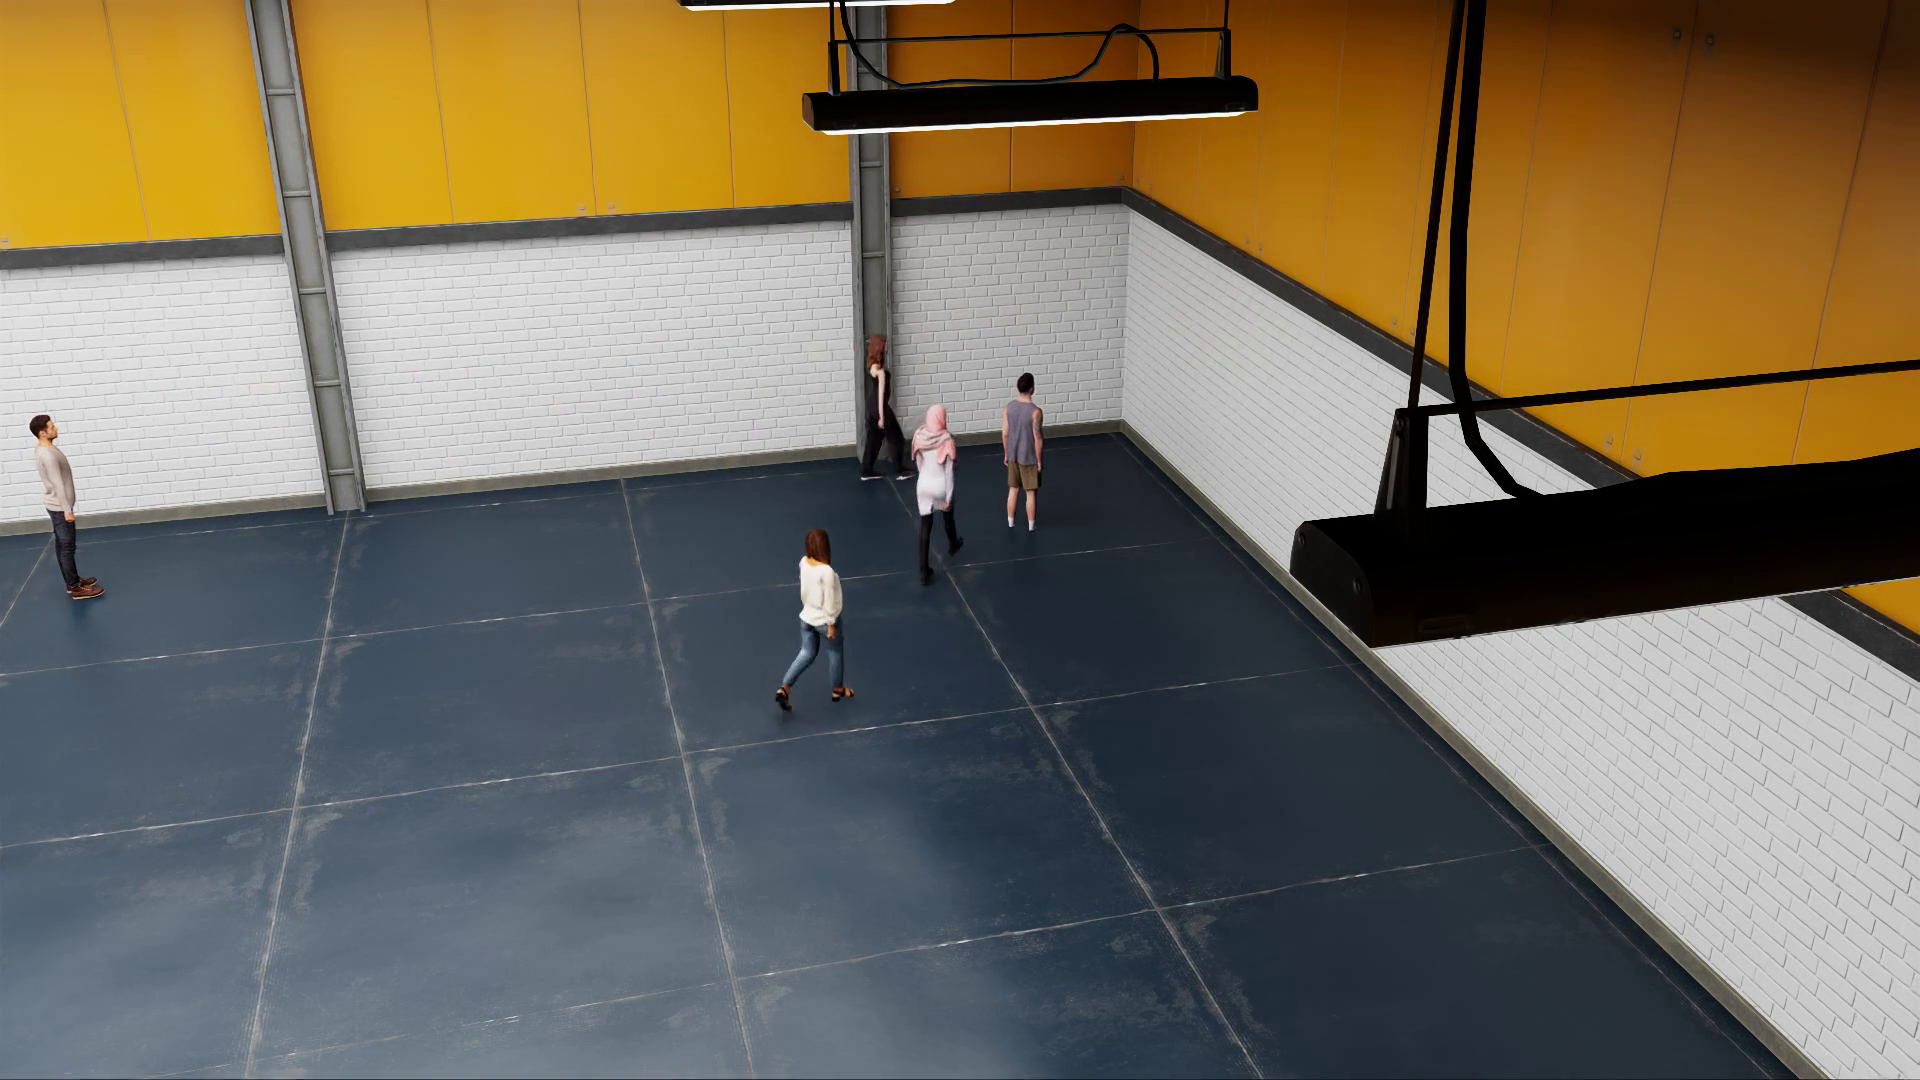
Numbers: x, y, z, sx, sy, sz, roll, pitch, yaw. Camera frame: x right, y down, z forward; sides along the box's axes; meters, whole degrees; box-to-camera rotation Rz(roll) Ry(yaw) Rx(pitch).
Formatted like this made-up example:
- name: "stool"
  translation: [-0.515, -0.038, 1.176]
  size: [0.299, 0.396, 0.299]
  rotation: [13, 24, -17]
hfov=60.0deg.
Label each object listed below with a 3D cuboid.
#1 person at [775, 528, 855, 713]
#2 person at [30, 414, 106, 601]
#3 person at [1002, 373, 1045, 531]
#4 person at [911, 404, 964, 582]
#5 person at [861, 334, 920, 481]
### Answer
- name: "person"
  translation: [-1.251, 0.701, 13.998]
  size: [1.109, 1.657, 0.896]
  rotation: [-19, 30, -37]
- name: "person"
  translation: [-8.716, -0.333, 16.103]
  size: [0.698, 1.867, 0.735]
  rotation: [-17, 29, -33]
- name: "person"
  translation: [0.670, -0.896, 17.729]
  size: [0.714, 1.847, 0.789]
  rotation: [13, 27, 27]
- name: "person"
  translation: [-0.290, -0.437, 16.486]
  size: [1.180, 1.750, 1.125]
  rotation: [8, 25, 18]
- name: "person"
  translation: [-1.004, -1.479, 18.898]
  size: [0.857, 1.728, 0.605]
  rotation: [-7, 25, -16]
